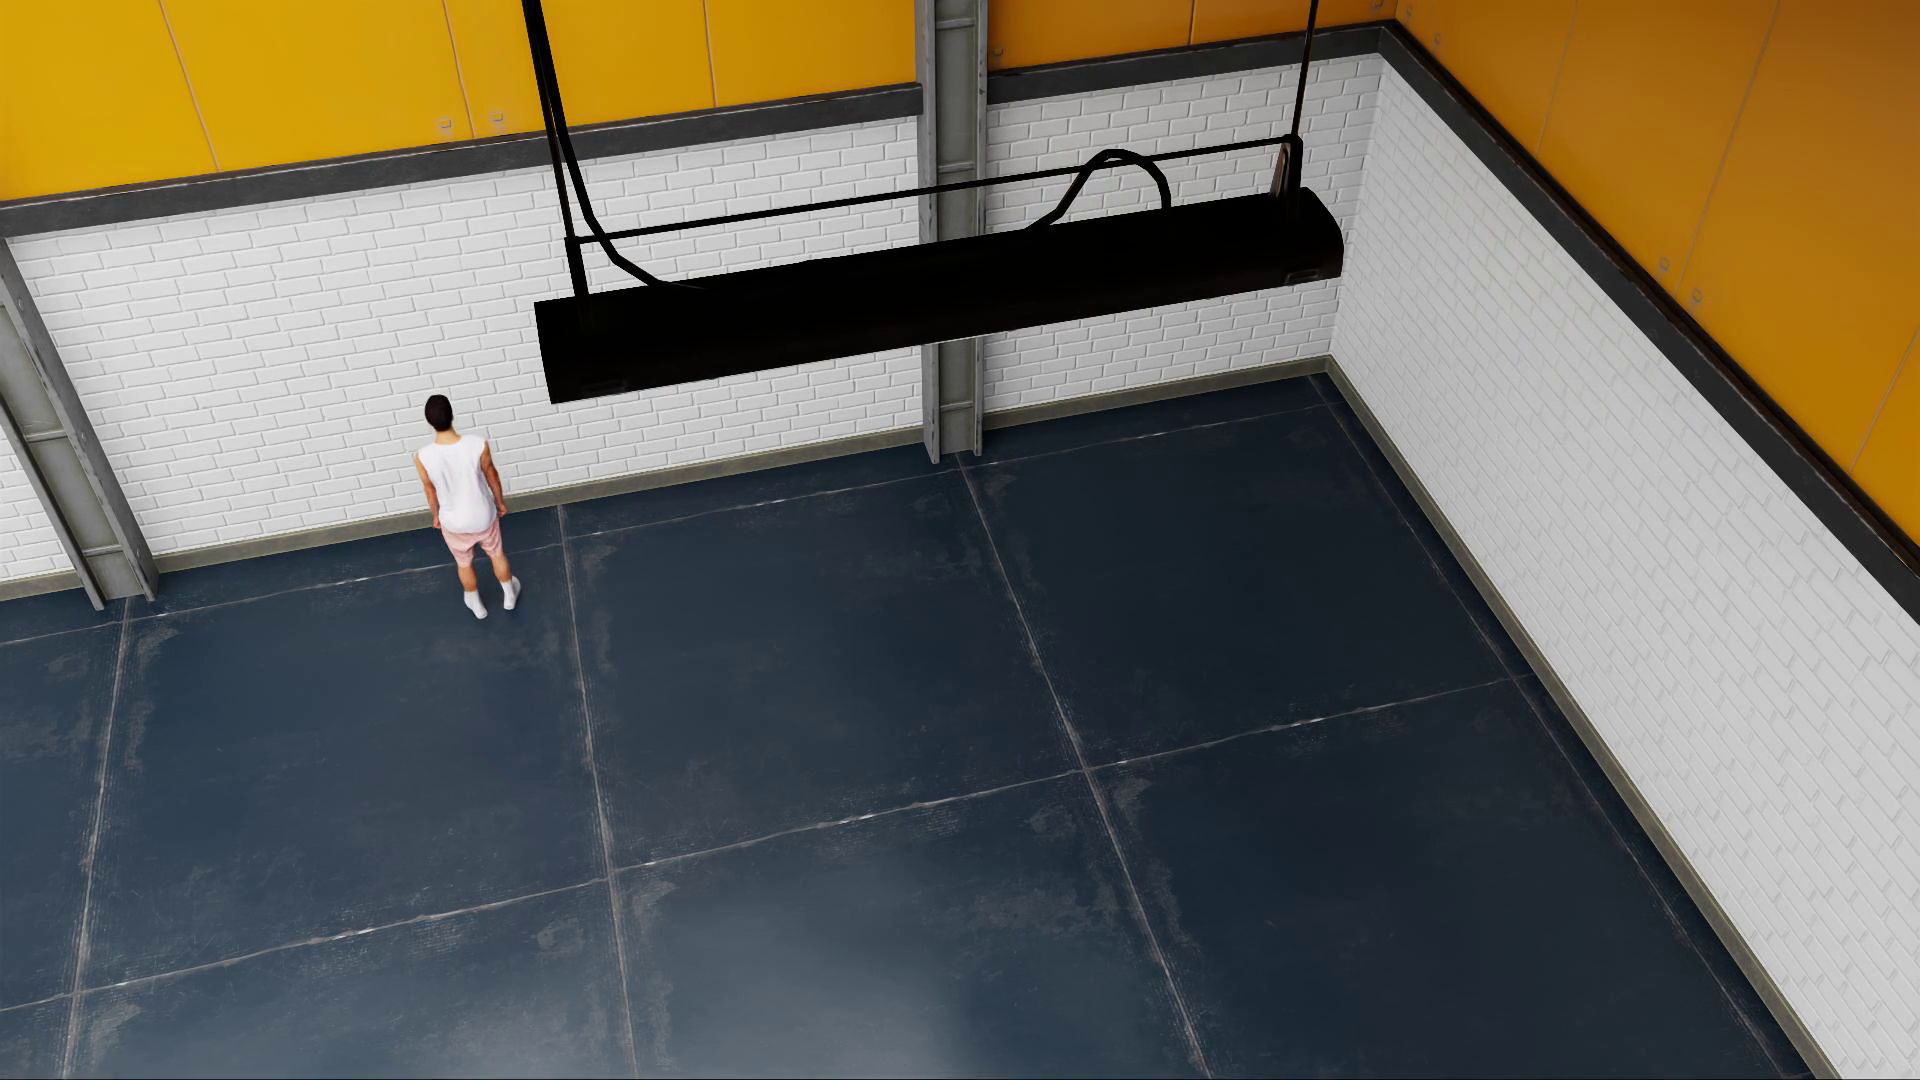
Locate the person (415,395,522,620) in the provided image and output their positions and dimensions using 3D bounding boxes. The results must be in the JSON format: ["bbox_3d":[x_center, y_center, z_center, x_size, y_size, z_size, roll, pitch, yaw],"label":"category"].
[{"bbox_3d":[-3.259,-0.195,10.972,0.522,1.786,0.720,-15,46,-15],"label":"person"}]
